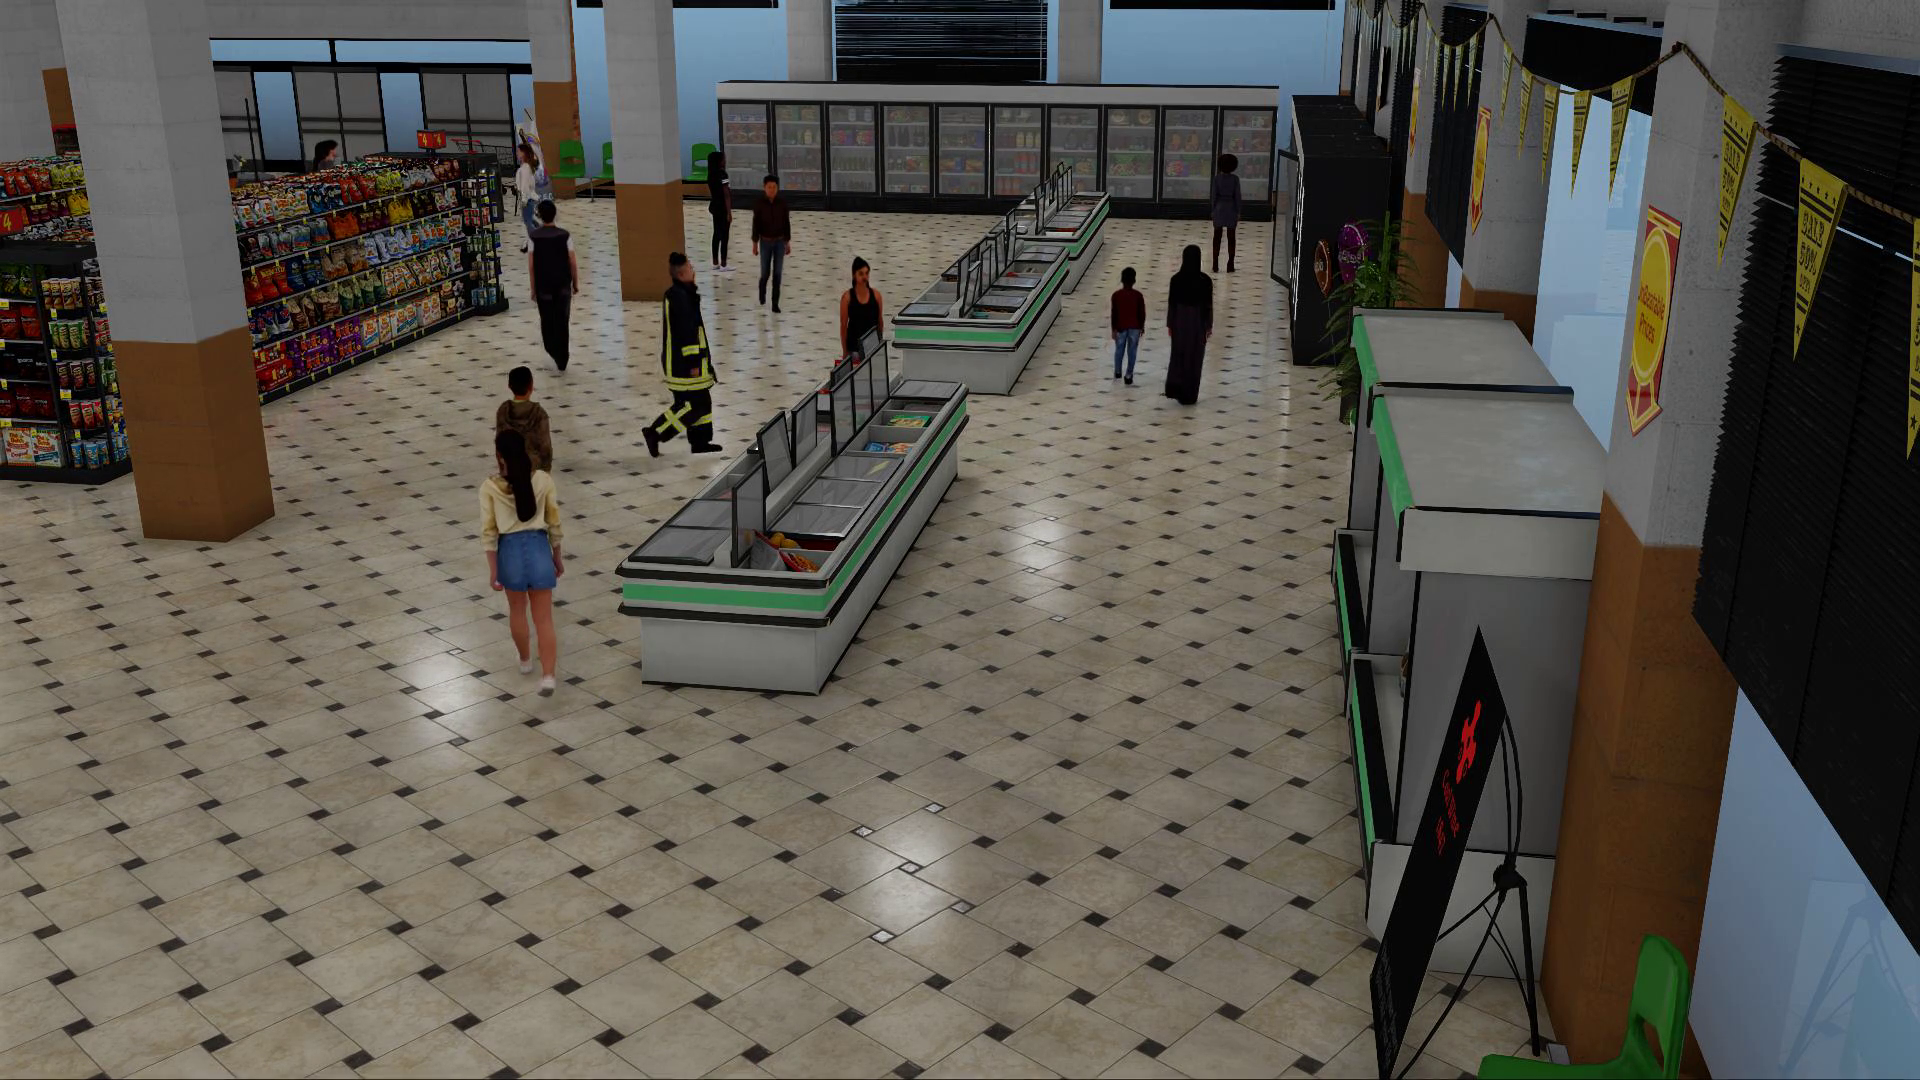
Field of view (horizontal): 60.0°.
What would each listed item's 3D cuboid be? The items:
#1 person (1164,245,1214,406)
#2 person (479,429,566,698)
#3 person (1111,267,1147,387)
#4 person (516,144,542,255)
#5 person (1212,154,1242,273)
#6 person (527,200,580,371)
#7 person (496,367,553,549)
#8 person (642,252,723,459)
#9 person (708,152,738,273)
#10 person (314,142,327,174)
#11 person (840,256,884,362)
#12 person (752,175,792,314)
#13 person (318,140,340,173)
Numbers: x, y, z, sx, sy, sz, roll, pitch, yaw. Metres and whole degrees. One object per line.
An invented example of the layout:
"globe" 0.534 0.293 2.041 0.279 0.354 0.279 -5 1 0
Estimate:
"person" 2.285 -2.144 16.684 0.679 1.609 0.779 7 20 20
"person" -2.558 0.166 9.851 1.014 1.597 1.212 -7 20 -20
"person" 1.771 -2.230 17.514 0.511 1.240 0.712 4 19 11
"person" -6.670 -5.324 25.999 0.819 1.681 0.791 -3 19 -9
"person" 3.894 -4.794 24.382 0.609 1.710 0.561 6 20 18
"person" -4.420 -2.735 18.130 0.991 1.805 1.238 -4 19 -13
"person" -3.196 -0.526 12.153 0.672 1.438 0.894 0 19 0
"person" -2.507 -1.603 14.722 1.017 1.836 1.029 -5 19 -14
"person" -3.525 -4.843 24.499 0.747 1.729 0.692 -13 23 -35
"person" -9.972 -5.323 25.953 0.783 1.710 0.702 -7 20 -20
"person" -0.949 -1.855 15.766 0.874 1.647 0.998 -7 20 -20
"person" -2.436 -3.809 21.385 0.864 1.759 0.949 -6 20 -17
"person" -9.482 -5.016 24.864 1.140 1.823 1.052 -15 24 -38
